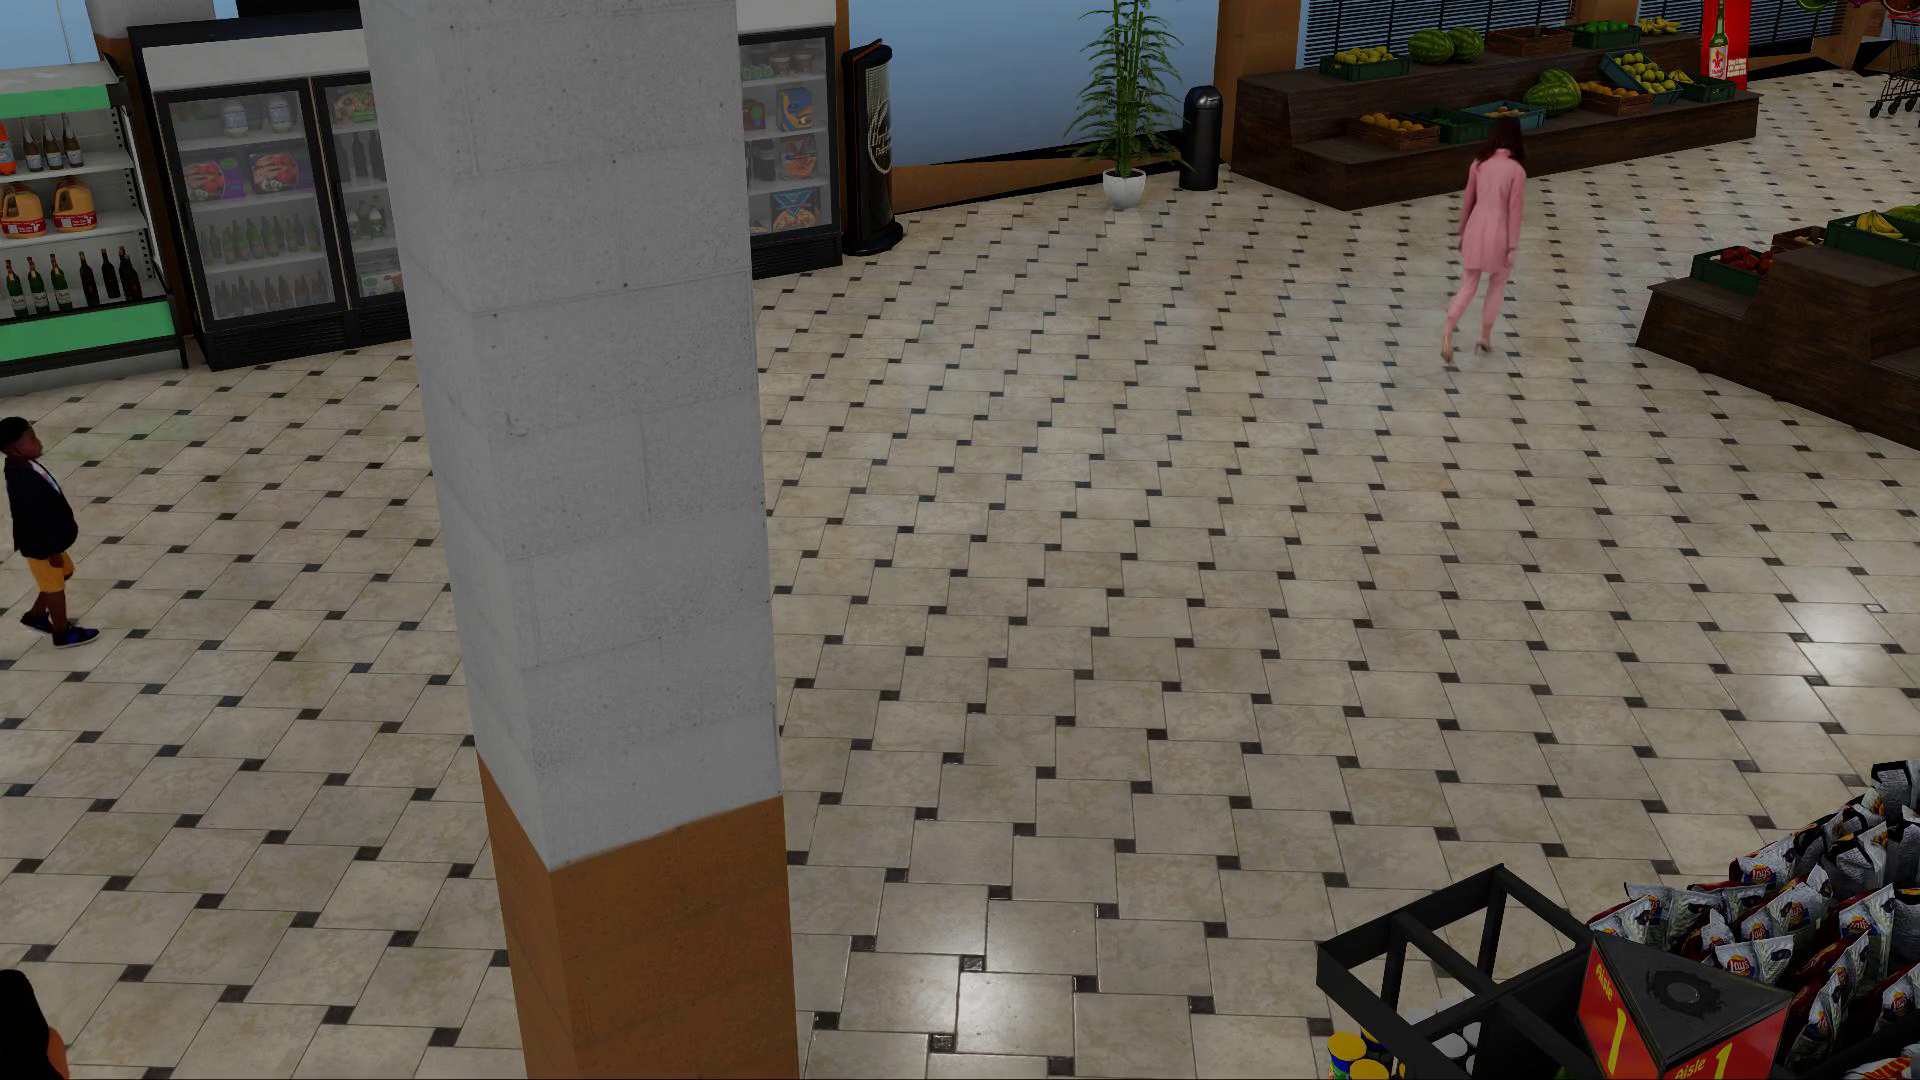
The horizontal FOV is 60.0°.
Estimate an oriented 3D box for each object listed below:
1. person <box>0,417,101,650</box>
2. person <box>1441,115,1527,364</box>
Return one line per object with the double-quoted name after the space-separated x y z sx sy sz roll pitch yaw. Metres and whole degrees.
-4.659 -0.016 8.305 0.595 1.262 0.534 -17 31 -30 "person"
3.707 -2.075 11.798 0.874 1.775 1.168 21 34 35 "person"
